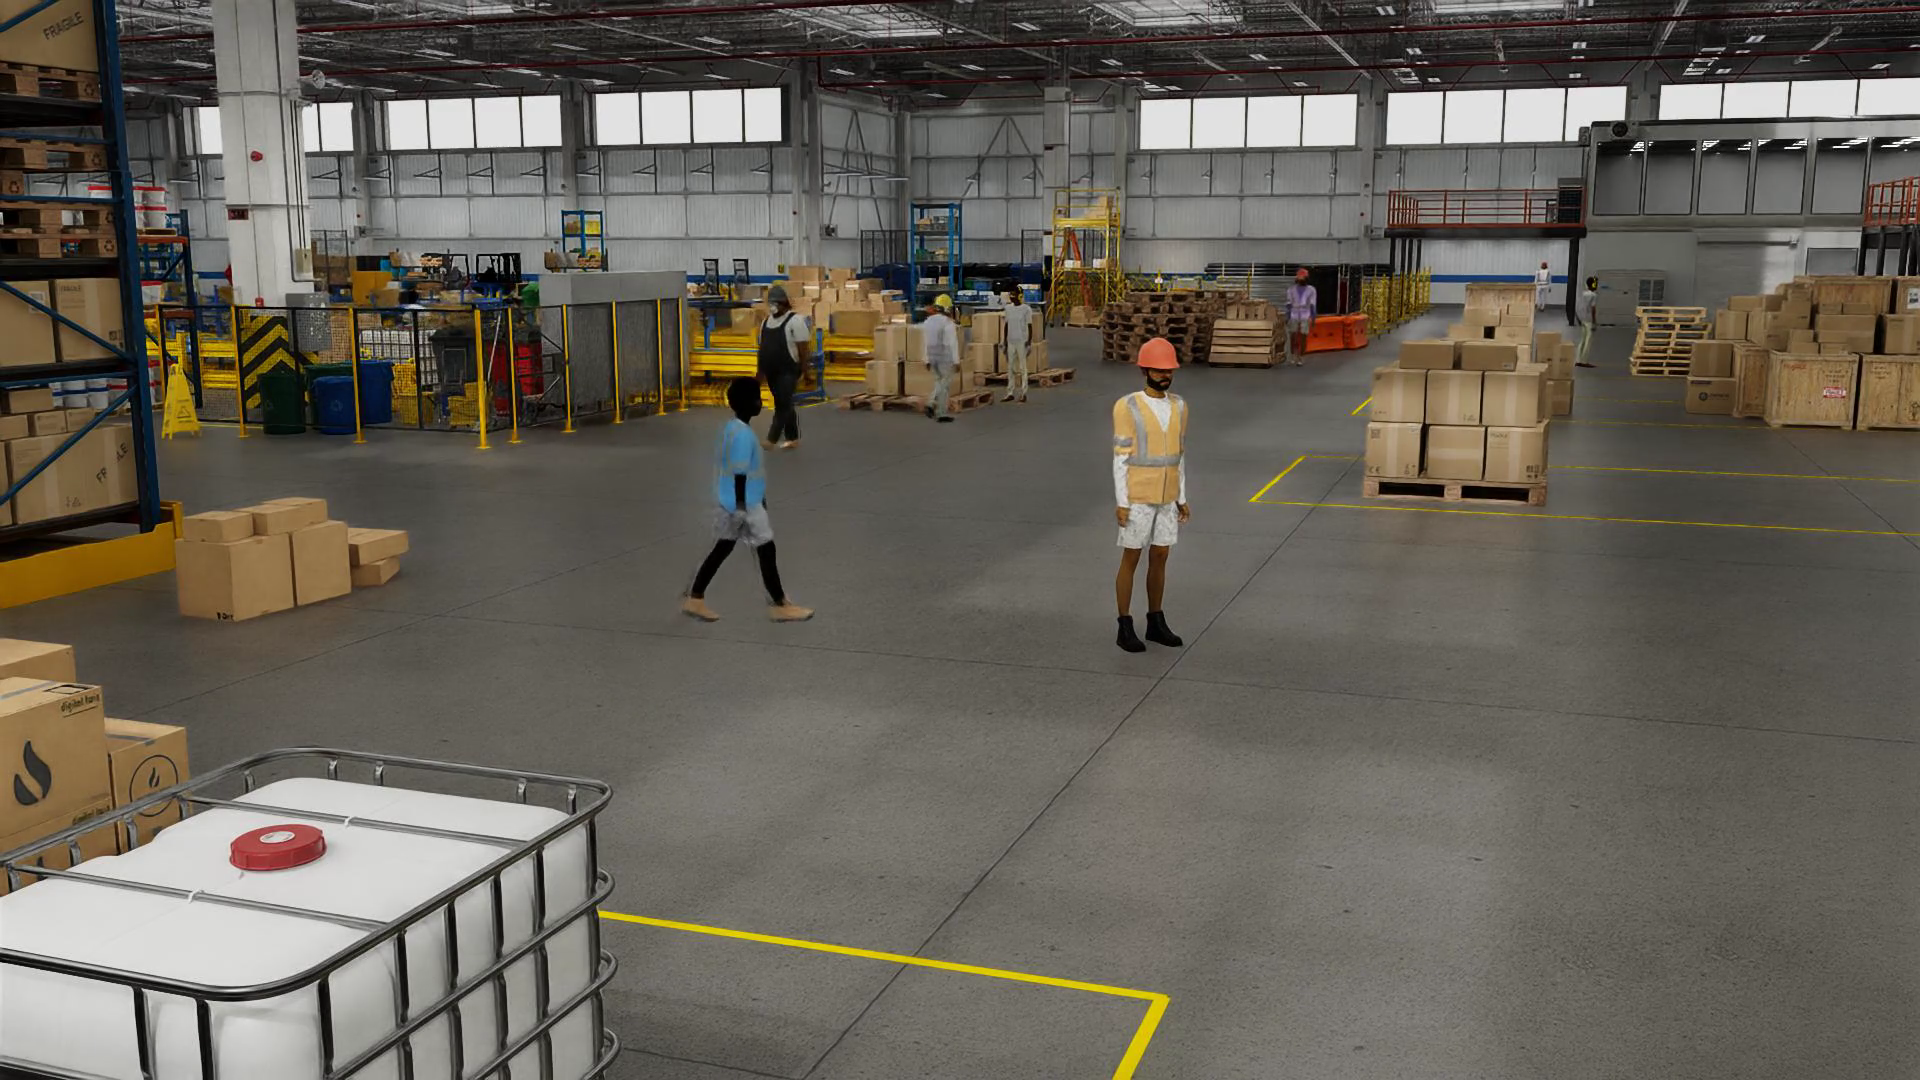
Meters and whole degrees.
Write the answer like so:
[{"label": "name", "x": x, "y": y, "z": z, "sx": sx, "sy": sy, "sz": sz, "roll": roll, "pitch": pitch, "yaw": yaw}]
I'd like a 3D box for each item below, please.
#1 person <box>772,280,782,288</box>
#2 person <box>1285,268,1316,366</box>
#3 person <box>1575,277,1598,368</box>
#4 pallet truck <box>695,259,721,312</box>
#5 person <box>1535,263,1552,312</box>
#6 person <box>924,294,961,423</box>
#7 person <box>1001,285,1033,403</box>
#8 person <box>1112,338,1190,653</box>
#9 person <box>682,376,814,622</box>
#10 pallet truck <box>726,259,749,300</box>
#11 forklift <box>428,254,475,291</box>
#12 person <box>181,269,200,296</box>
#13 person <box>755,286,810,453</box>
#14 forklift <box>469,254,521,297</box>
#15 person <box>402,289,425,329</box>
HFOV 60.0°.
[{"label": "person", "x": -4.170, "y": -5.245, "z": 38.960, "sx": 0.972, "sy": 1.690, "sz": 0.547, "roll": -2, "pitch": 10, "yaw": -11}, {"label": "person", "x": 6.985, "y": -4.567, "z": 34.211, "sx": 0.637, "sy": 2.018, "sz": 0.824, "roll": 4, "pitch": 11, "yaw": 20}, {"label": "person", "x": 12.843, "y": -4.445, "z": 33.998, "sx": 0.328, "sy": 1.861, "sz": 0.501, "roll": -2, "pitch": 10, "yaw": -9}, {"label": "pallet truck", "x": -9.165, "y": -9.627, "z": 62.776, "sx": 0.823, "sy": 1.965, "sz": 1.885, "roll": 4, "pitch": 11, "yaw": 23}, {"label": "person", "x": 21.740, "y": -9.412, "z": 62.026, "sx": 0.600, "sy": 1.829, "sz": 0.980, "roll": 3, "pitch": 11, "yaw": 18}, {"label": "person", "x": -0.239, "y": -2.546, "z": 23.412, "sx": 0.419, "sy": 1.819, "sz": 0.610, "roll": -8, "pitch": 13, "yaw": -38}, {"label": "person", "x": 0.913, "y": -3.115, "z": 26.485, "sx": 0.521, "sy": 1.864, "sz": 0.336, "roll": 6, "pitch": 12, "yaw": 30}, {"label": "person", "x": 1.194, "y": -0.278, "z": 10.290, "sx": 0.542, "sy": 1.939, "sz": 0.363, "roll": -6, "pitch": 12, "yaw": -30}, {"label": "person", "x": -1.451, "y": -0.257, "z": 10.973, "sx": 0.860, "sy": 1.657, "sz": 0.534, "roll": -3, "pitch": 10, "yaw": -16}, {"label": "pallet truck", "x": -7.986, "y": -9.493, "z": 62.019, "sx": 0.823, "sy": 1.965, "sz": 1.885, "roll": 3, "pitch": 11, "yaw": 17}, {"label": "forklift", "x": -20.133, "y": -10.254, "z": 65.465, "sx": 1.157, "sy": 1.987, "sz": 2.680, "roll": 3, "pitch": 11, "yaw": 19}, {"label": "person", "x": -27.021, "y": -8.752, "z": 58.356, "sx": 0.612, "sy": 1.810, "sz": 0.658, "roll": -3, "pitch": 11, "yaw": -17}, {"label": "person", "x": -2.261, "y": -2.080, "z": 20.149, "sx": 0.709, "sy": 2.000, "sz": 0.969, "roll": 8, "pitch": 13, "yaw": 39}, {"label": "forklift", "x": -17.990, "y": -10.121, "z": 64.684, "sx": 1.157, "sy": 1.987, "sz": 2.680, "roll": 3, "pitch": 11, "yaw": 17}, {"label": "person", "x": -10.253, "y": -3.896, "z": 31.411, "sx": 0.751, "sy": 1.674, "sz": 0.527, "roll": 4, "pitch": 11, "yaw": 22}]
